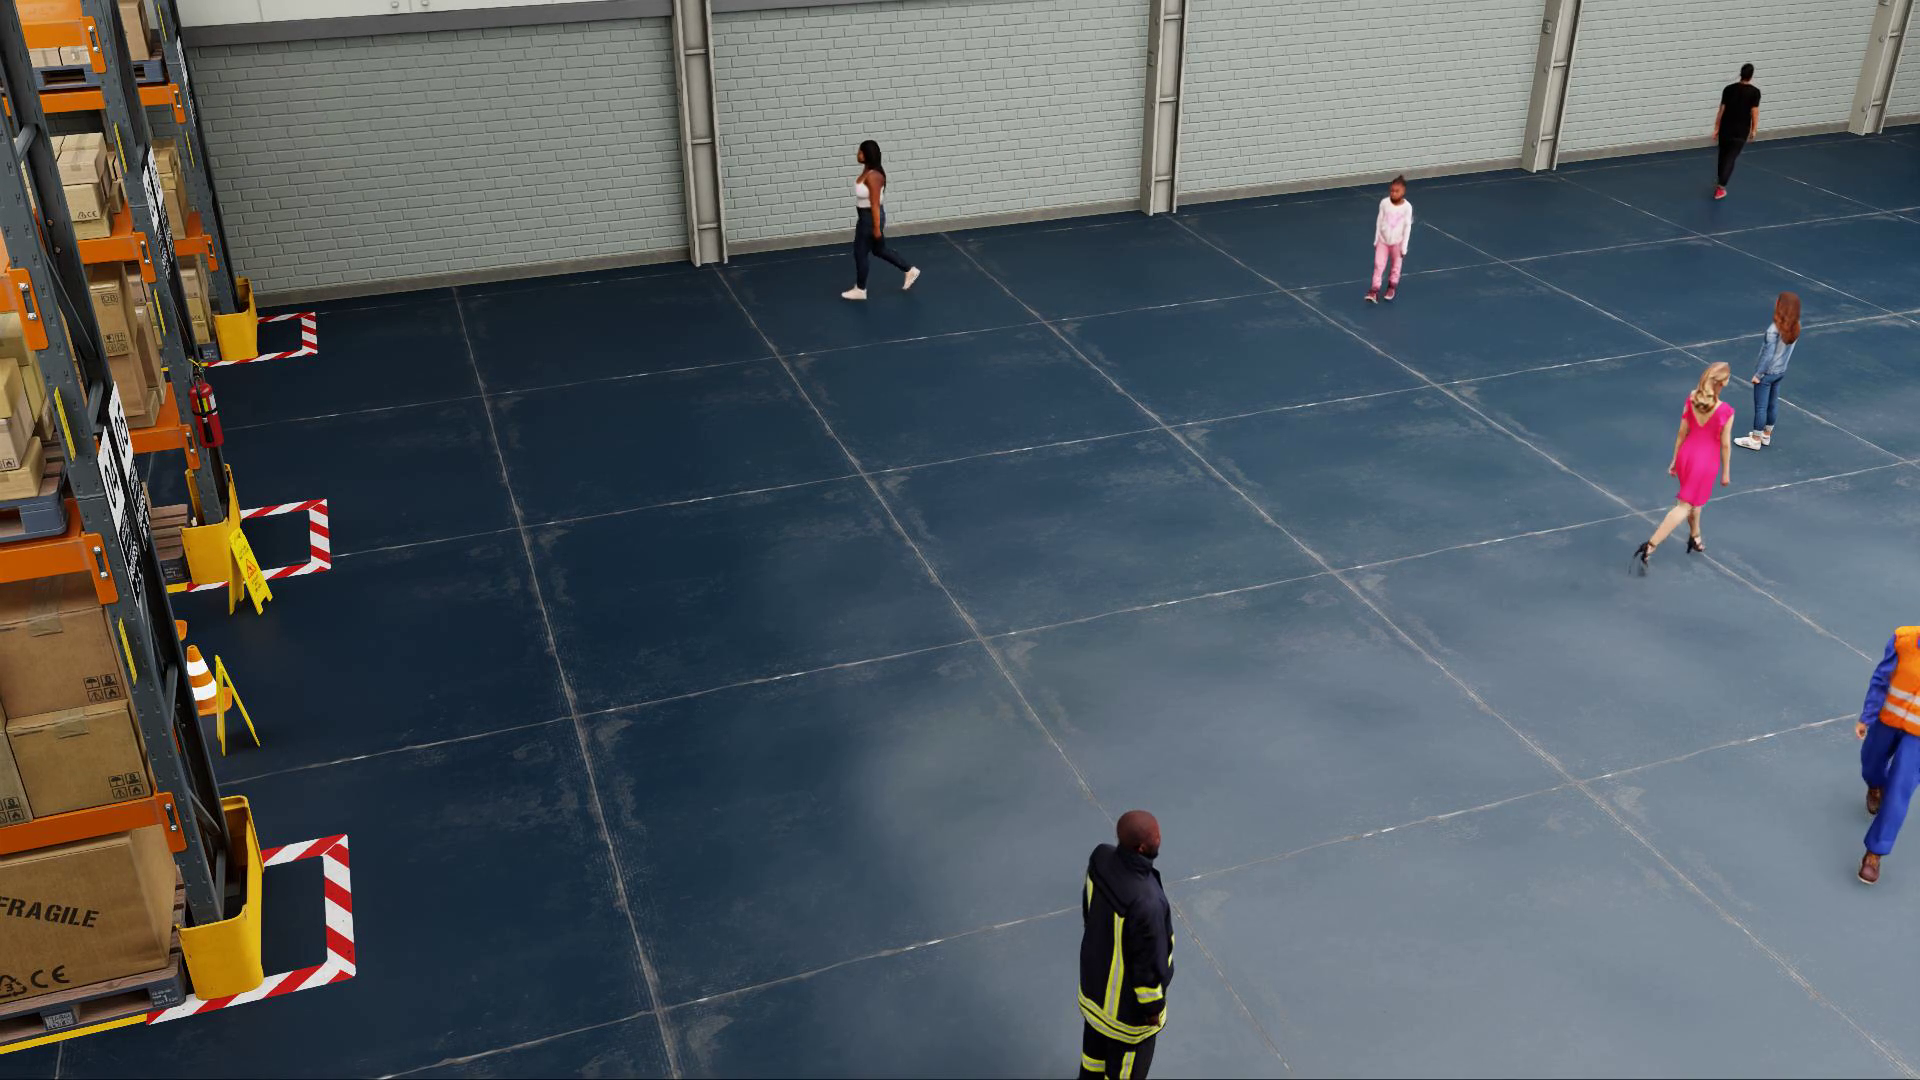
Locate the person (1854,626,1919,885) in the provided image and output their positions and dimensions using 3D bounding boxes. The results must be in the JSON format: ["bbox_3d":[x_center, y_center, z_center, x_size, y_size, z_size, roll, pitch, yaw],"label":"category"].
[{"bbox_3d":[5.580,1.068,9.804,1.107,1.834,1.269,18,33,30],"label":"person"}]

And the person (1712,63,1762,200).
[{"bbox_3d":[10.228,-5.384,22.033,0.955,1.727,1.139,23,35,36],"label":"person"}]

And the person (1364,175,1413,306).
[{"bbox_3d":[4.839,-3.353,18.550,0.917,1.415,1.012,15,31,26],"label":"person"}]

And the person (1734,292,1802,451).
[{"bbox_3d":[7.364,-1.539,15.078,0.511,1.476,0.676,-18,33,-30],"label":"person"}]

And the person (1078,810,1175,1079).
[{"bbox_3d":[0.790,2.047,7.978,0.662,1.821,0.748,-11,30,-20],"label":"person"}]

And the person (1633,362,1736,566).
[{"bbox_3d":[5.694,-0.546,12.987,1.074,1.691,0.653,-13,31,-23],"label":"person"}]

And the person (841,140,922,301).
[{"bbox_3d":[-0.875,-3.542,18.518,1.208,1.779,0.858,-2,28,-3],"label":"person"}]
